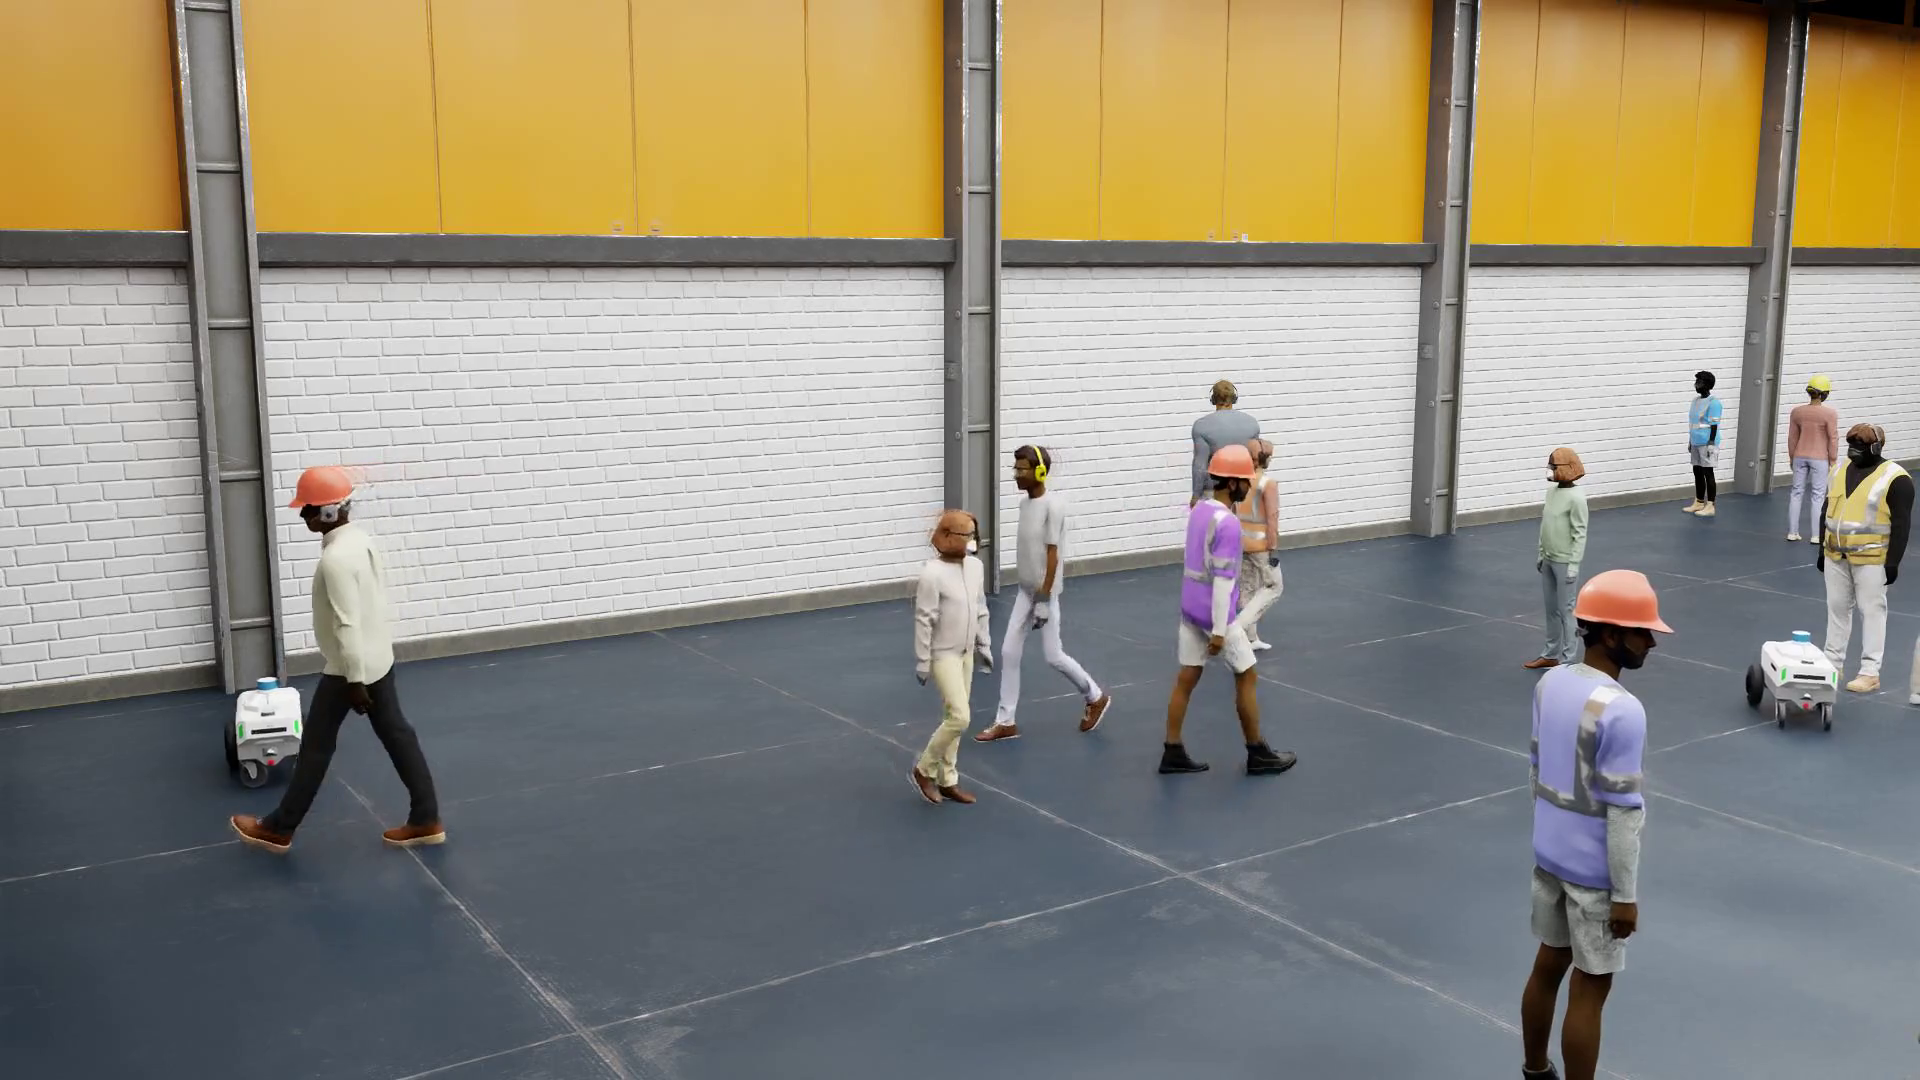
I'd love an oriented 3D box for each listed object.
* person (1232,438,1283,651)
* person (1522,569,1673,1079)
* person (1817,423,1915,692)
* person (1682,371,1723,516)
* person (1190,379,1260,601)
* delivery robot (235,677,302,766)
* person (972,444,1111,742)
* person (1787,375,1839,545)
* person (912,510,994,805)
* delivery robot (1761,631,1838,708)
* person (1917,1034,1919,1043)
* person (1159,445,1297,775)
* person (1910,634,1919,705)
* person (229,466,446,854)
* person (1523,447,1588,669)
[{"bbox_3d":[2.178,0.055,12.404,0.406,1.623,0.543,-5,11,-26],"label":"person"},{"bbox_3d":[2.088,1.051,5.496,0.376,1.934,0.547,-2,10,-9],"label":"person"},{"bbox_3d":[6.160,0.114,11.423,0.429,1.841,0.634,-4,10,-23],"label":"person"},{"bbox_3d":[8.638,-1.123,19.333,0.321,1.690,0.536,-1,9,-6],"label":"person"},{"bbox_3d":[2.269,-0.416,14.335,0.628,1.936,0.378,-3,10,-17],"label":"person"},{"bbox_3d":[-3.941,1.029,9.492,0.477,0.478,0.707,-4,10,-22],"label":"delivery robot"},{"bbox_3d":[0.527,0.323,10.194,0.868,1.839,0.516,-5,11,-30],"label":"person"},{"bbox_3d":[8.912,-0.838,17.379,0.314,1.769,0.524,-6,11,-33],"label":"person"},{"bbox_3d":[-0.020,0.638,8.919,0.356,1.622,0.499,6,11,32],"label":"person"},{"bbox_3d":[5.389,0.830,10.691,0.477,0.478,0.707,3,10,16],"label":"delivery robot"},{"bbox_3d":[1.701,1.558,2.815,0.970,1.815,0.517,4,10,25],"label":"person"},{"bbox_3d":[1.545,0.409,9.480,0.886,1.901,0.568,-3,10,-17],"label":"person"},{"bbox_3d":[6.463,0.330,10.778,0.379,1.615,0.516,1,9,7],"label":"person"},{"bbox_3d":[-3.079,0.596,8.214,1.046,1.933,0.643,0,9,0],"label":"person"},{"bbox_3d":[4.242,0.157,11.784,0.278,1.633,0.507,-1,10,-8],"label":"person"}]
